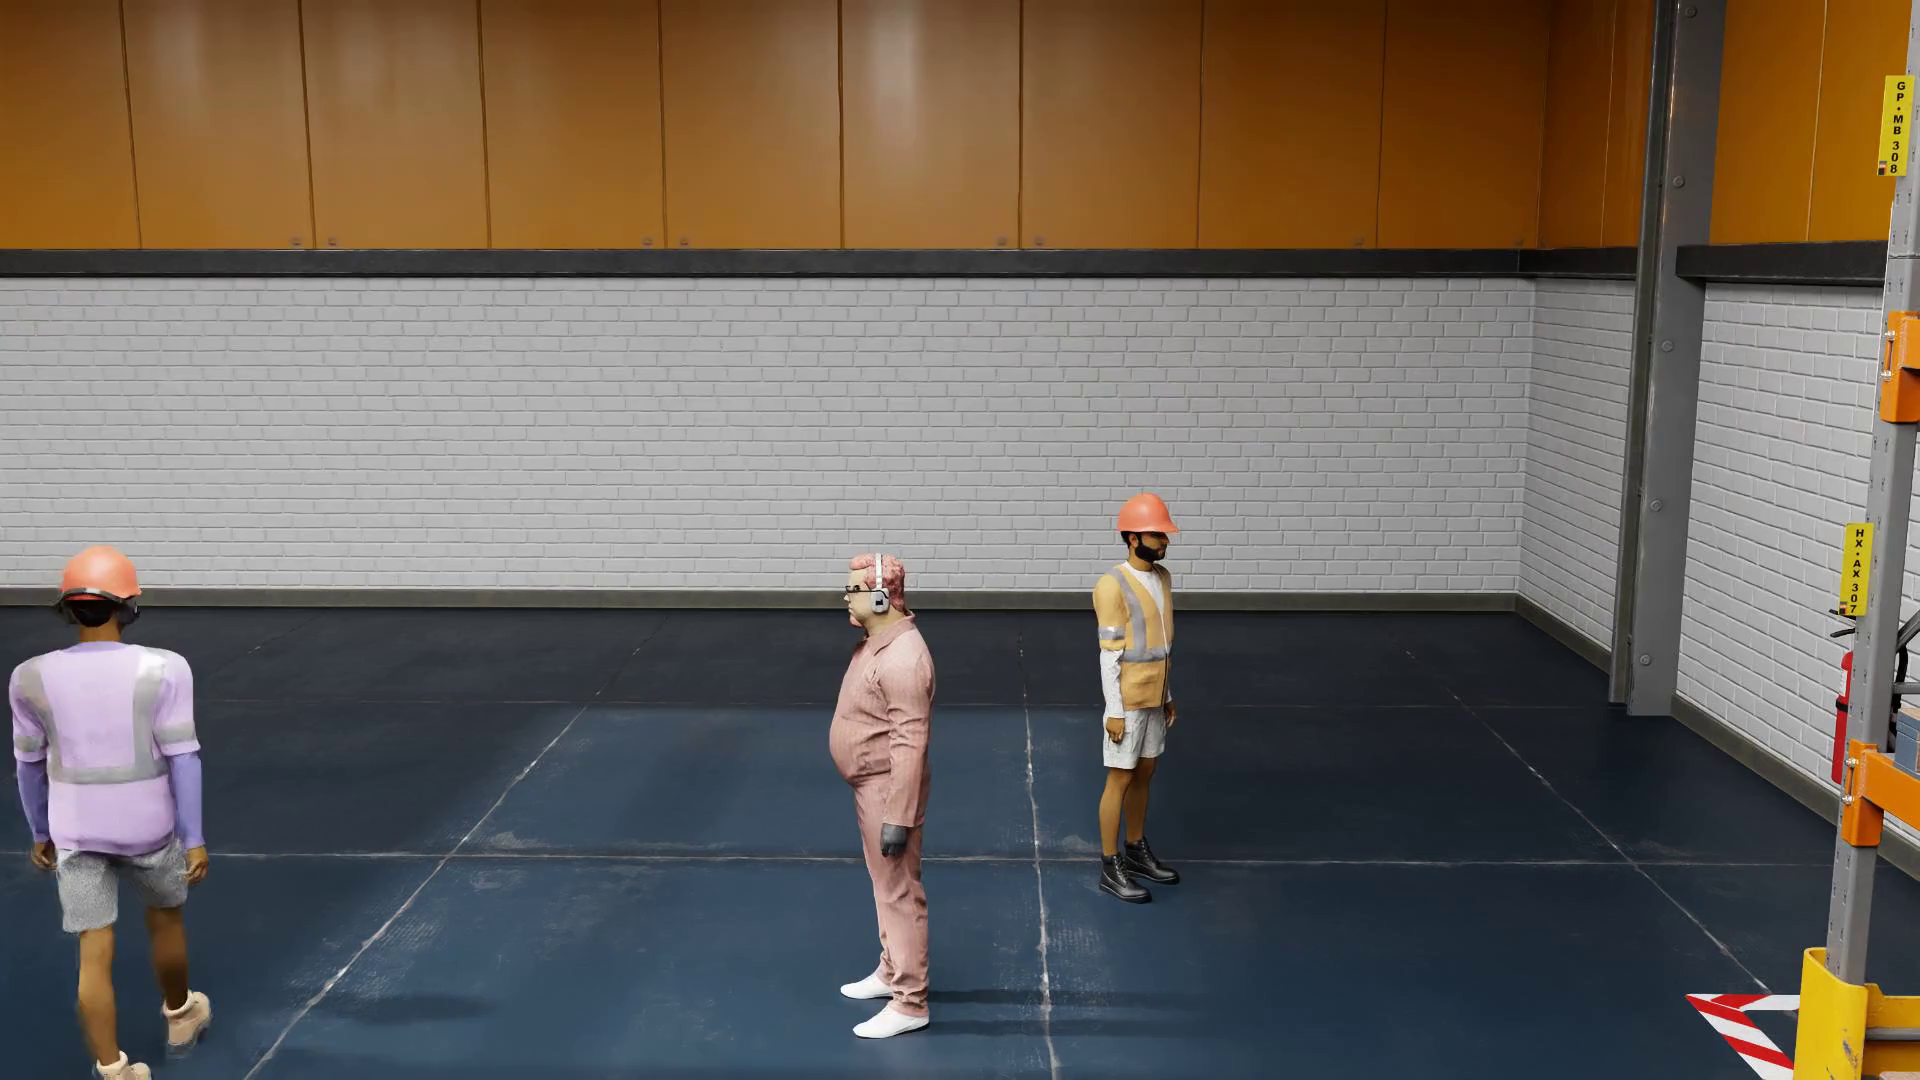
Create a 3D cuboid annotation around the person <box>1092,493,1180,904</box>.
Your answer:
[{"bbox_3d":[0.861,0.738,7.947,0.347,1.943,0.544,7,12,36],"label":"person"}]

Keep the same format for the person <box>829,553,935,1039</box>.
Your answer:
[{"bbox_3d":[-0.311,0.991,6.540,0.402,1.906,0.652,-2,10,-10],"label":"person"}]

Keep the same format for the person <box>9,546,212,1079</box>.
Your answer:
[{"bbox_3d":[-3.064,1.009,6.105,0.642,2.009,0.908,-2,10,-12],"label":"person"}]
